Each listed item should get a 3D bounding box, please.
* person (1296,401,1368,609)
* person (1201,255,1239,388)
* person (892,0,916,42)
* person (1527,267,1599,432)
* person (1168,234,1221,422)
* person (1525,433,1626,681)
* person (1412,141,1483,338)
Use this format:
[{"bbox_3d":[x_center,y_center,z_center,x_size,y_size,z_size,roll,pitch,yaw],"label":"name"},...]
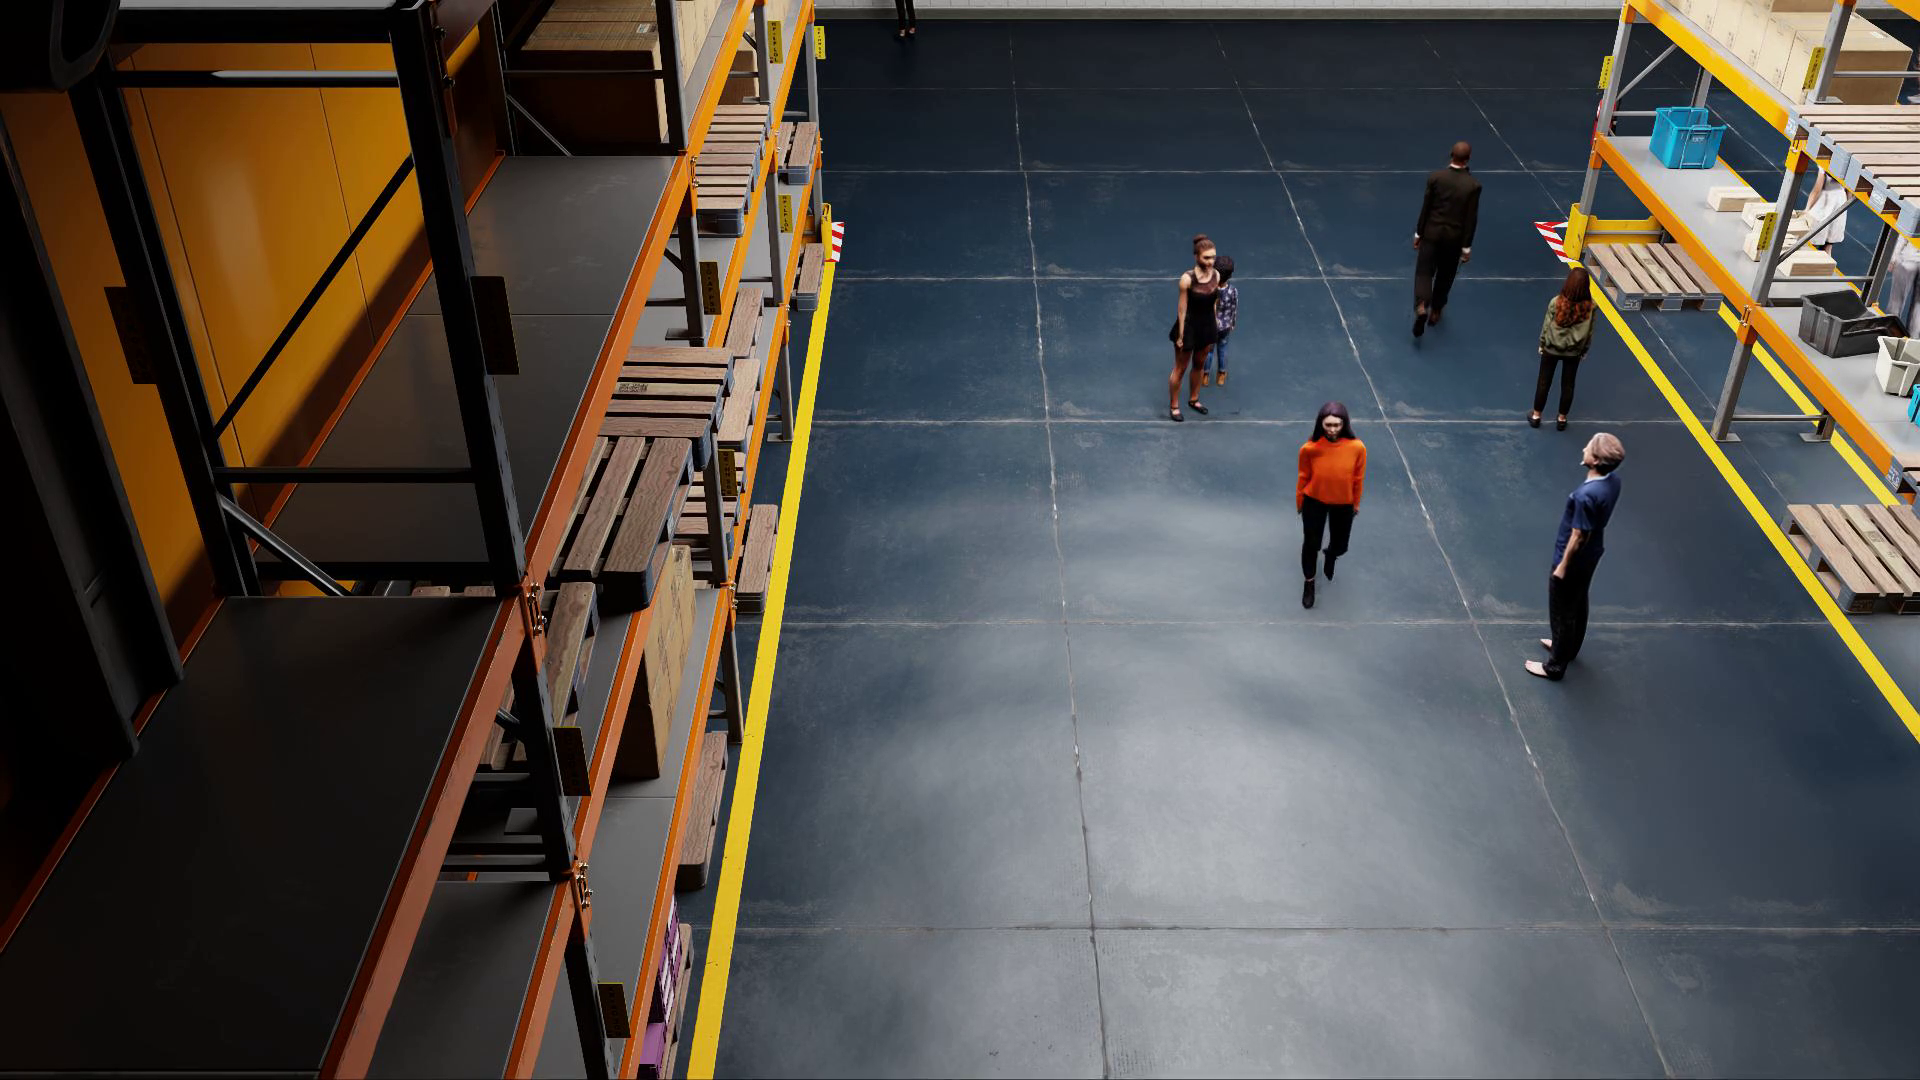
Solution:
[{"bbox_3d":[2.662,-0.296,12.021,0.713,1.727,0.827,6,34,8],"label":"person"},{"bbox_3d":[2.316,-1.977,14.979,0.501,1.251,0.495,-2,34,-2],"label":"person"},{"bbox_3d":[-0.794,-7.872,23.639,0.604,1.482,0.643,-24,40,-31],"label":"person"},{"bbox_3d":[5.181,-1.641,14.271,0.618,1.474,0.562,7,34,11],"label":"person"},{"bbox_3d":[2.043,-1.839,14.386,0.673,1.677,0.699,-17,37,-23],"label":"person"},{"bbox_3d":[4.196,0.103,11.289,0.792,1.871,0.700,24,40,31],"label":"person"},{"bbox_3d":[4.529,-2.802,15.654,0.977,1.878,1.236,13,36,19],"label":"person"}]
